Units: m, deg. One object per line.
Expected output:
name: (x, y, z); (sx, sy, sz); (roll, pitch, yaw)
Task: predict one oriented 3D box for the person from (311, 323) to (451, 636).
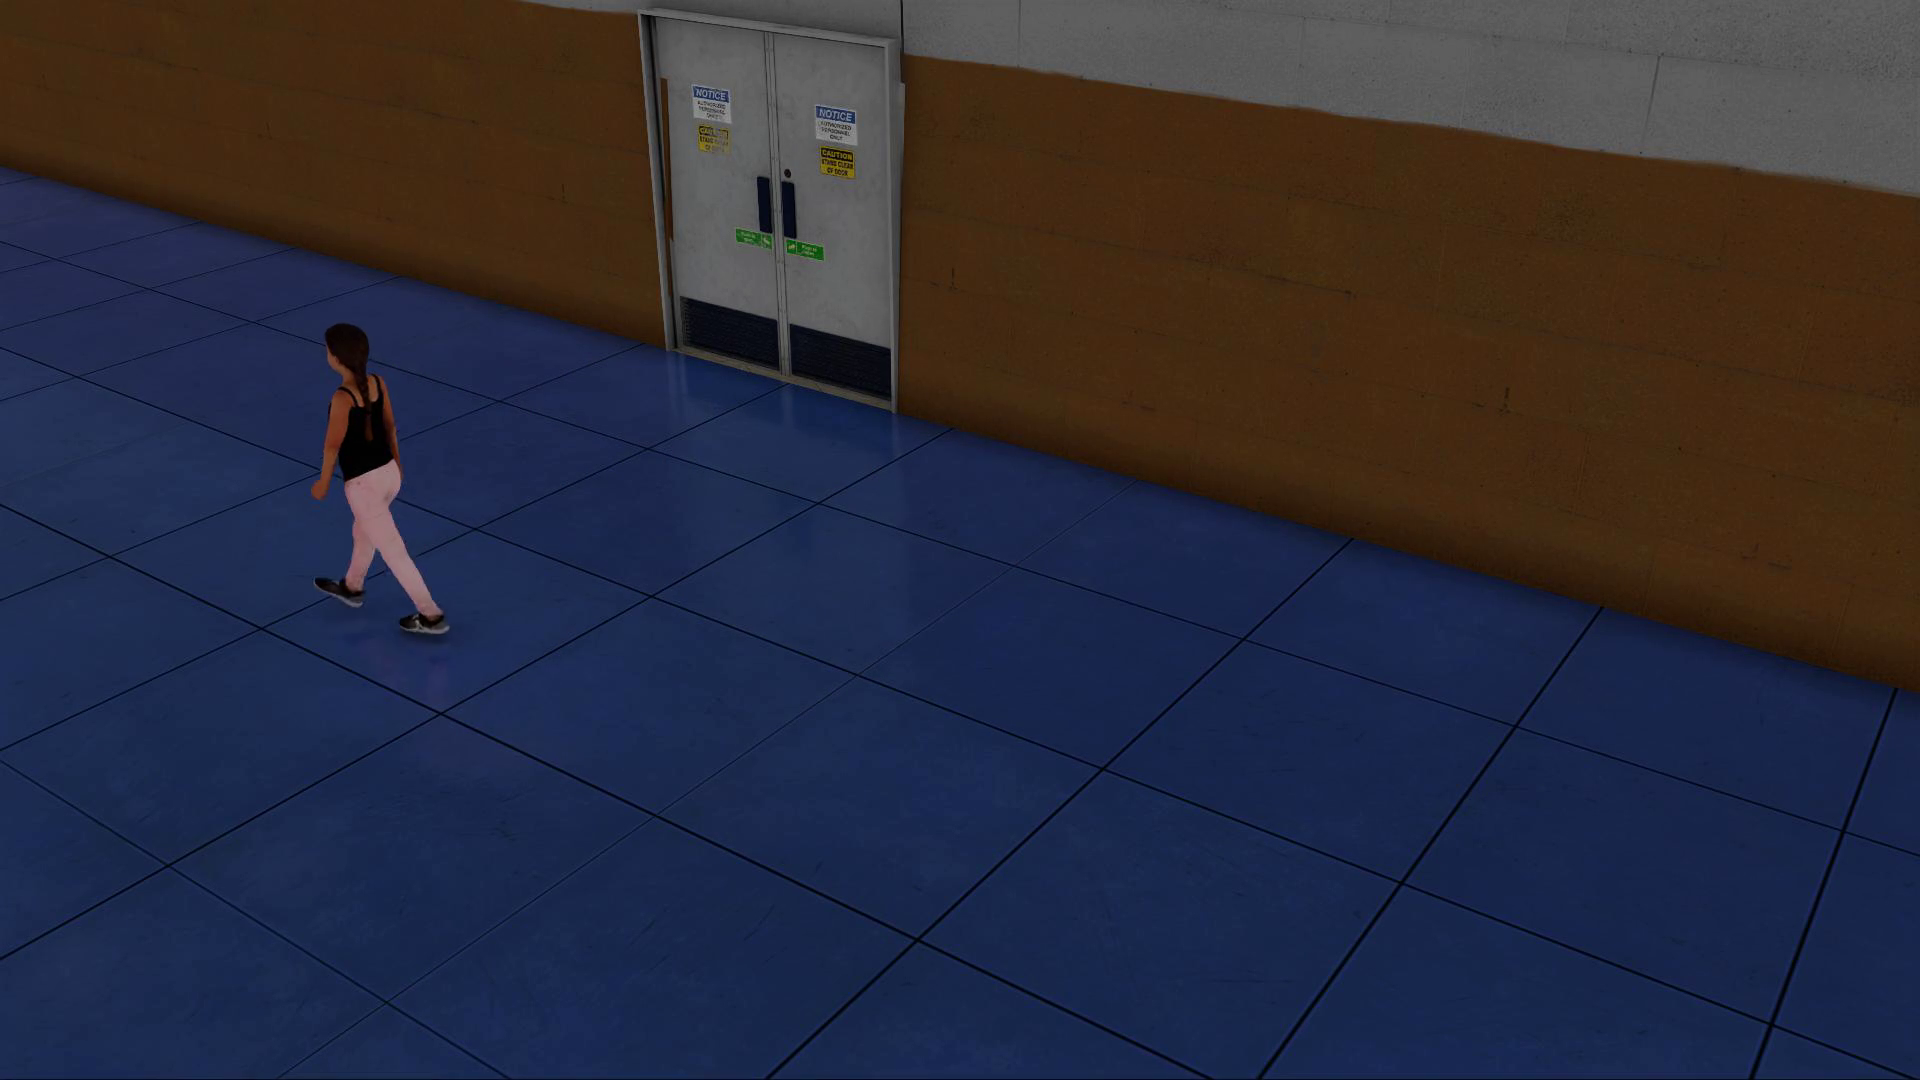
person: (-2.704, -0.235, 7.793); (0.810, 1.518, 1.018); (7, 28, 14)
